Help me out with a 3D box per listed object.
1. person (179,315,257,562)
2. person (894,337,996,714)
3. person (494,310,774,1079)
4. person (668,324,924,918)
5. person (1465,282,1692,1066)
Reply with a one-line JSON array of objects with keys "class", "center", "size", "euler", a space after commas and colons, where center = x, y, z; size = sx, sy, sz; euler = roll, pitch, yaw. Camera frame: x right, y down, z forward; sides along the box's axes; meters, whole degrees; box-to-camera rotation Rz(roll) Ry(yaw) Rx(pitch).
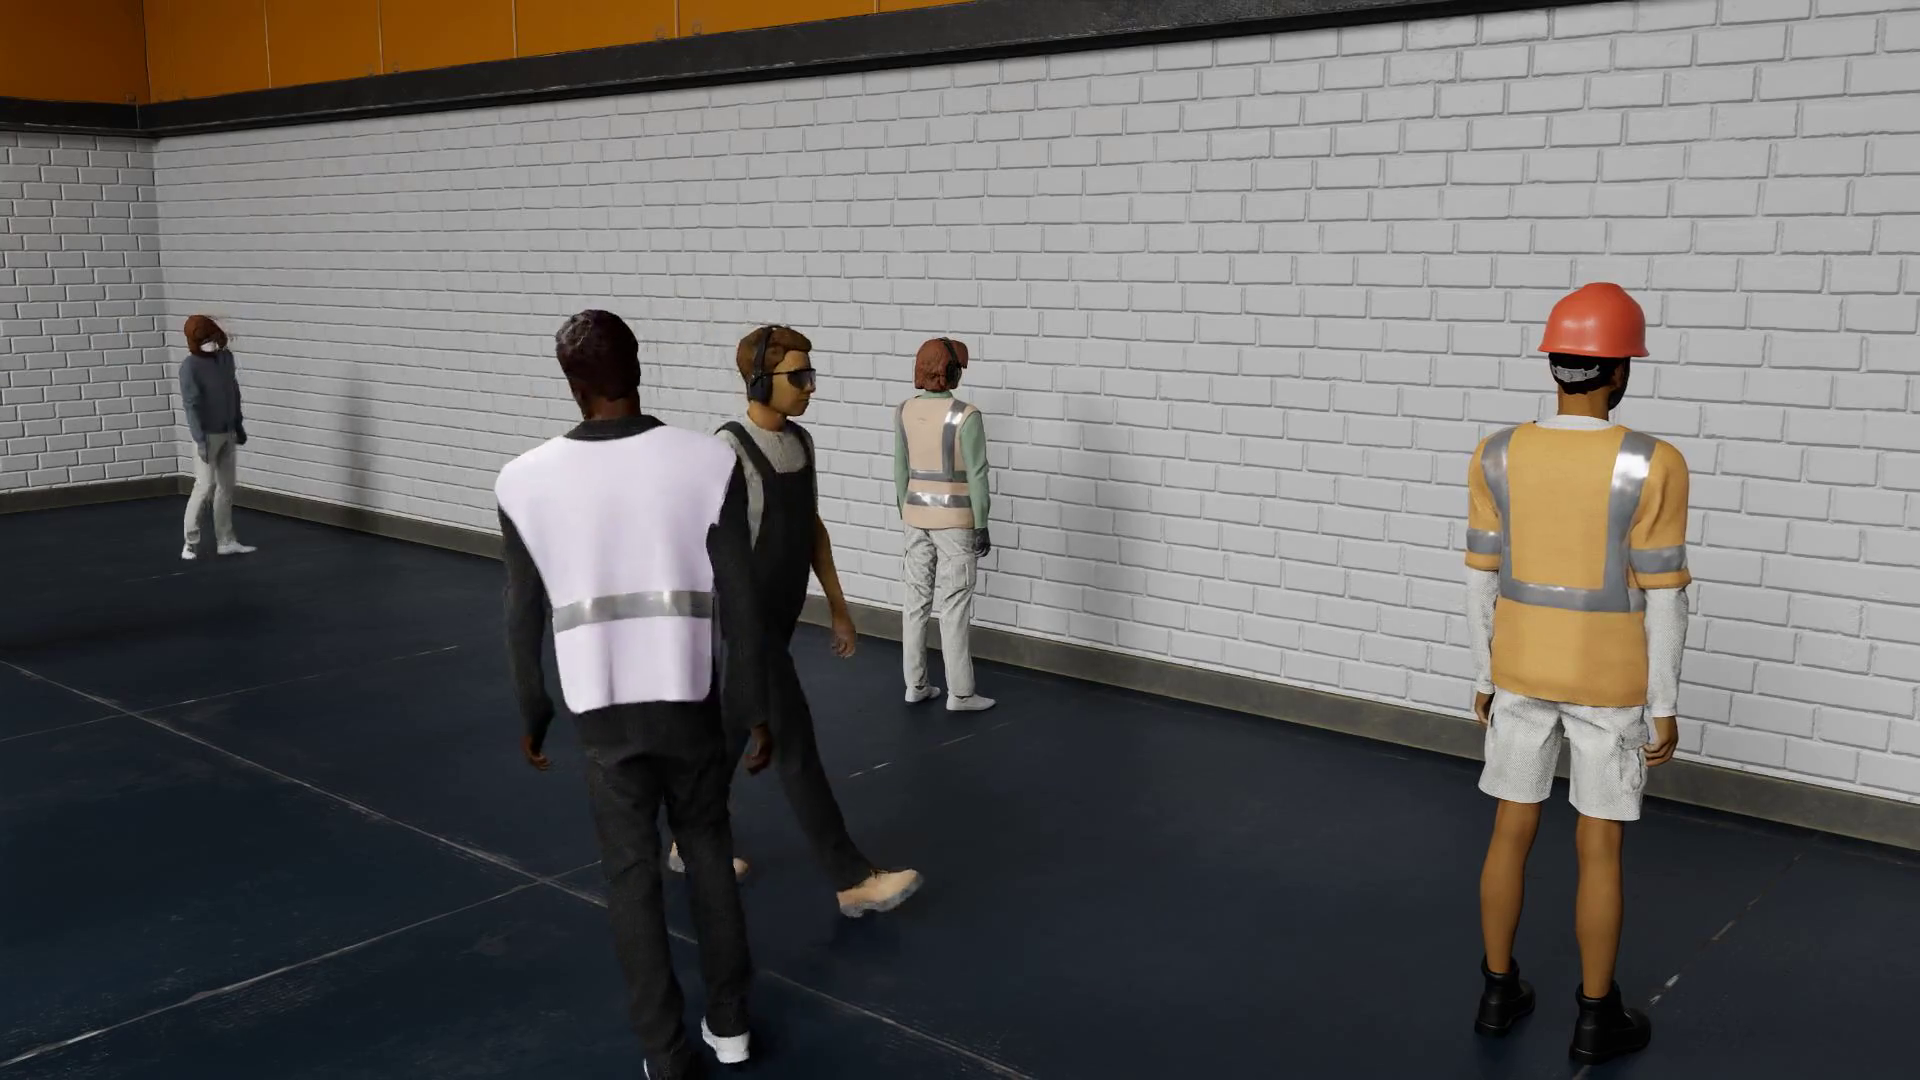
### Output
[{"class": "person", "center": [-4.874, -0.664, 10.834], "size": [0.364, 1.599, 0.594], "euler": [1, 10, 8]}, {"class": "person", "center": [-0.080, -0.059, 7.260], "size": [0.513, 1.641, 0.307], "euler": [8, 13, 39]}, {"class": "person", "center": [-0.775, 0.398, 3.988], "size": [0.629, 1.869, 0.534], "euler": [-2, 10, -9]}, {"class": "person", "center": [-0.550, 0.243, 5.122], "size": [0.977, 1.792, 0.535], "euler": [4, 11, 21]}, {"class": "person", "center": [1.529, 0.337, 4.155], "size": [0.544, 1.939, 0.354], "euler": [8, 13, 39]}]
